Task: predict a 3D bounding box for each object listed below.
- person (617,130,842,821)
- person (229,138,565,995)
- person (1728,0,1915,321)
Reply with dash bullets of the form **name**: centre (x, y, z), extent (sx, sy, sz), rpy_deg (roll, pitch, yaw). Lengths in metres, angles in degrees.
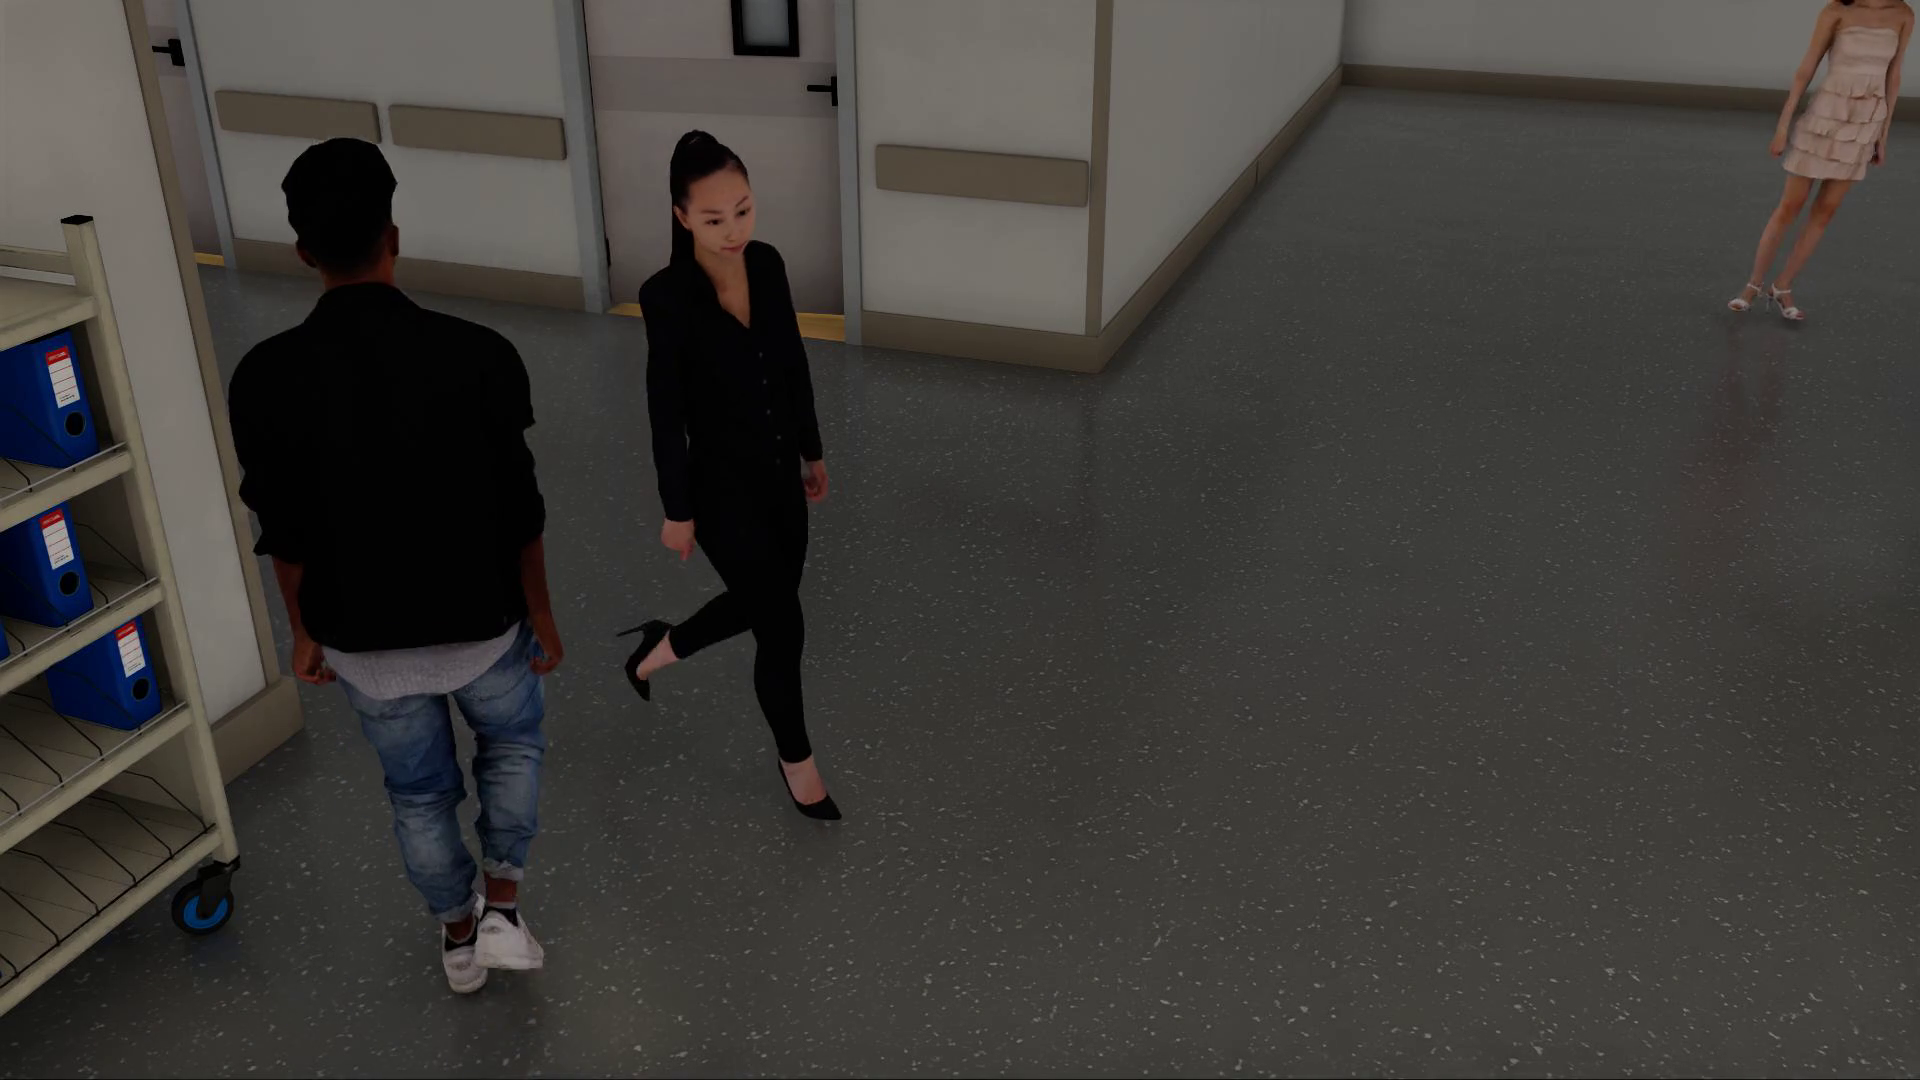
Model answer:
- **person**: centre (-0.562, -0.101, 3.891), extent (0.839, 1.689, 0.944), rpy_deg (16, 30, 29)
- **person**: centre (-1.043, 0.166, 3.205), extent (0.854, 1.804, 0.892), rpy_deg (-5, 26, -10)
- **person**: centre (3.827, -1.793, 7.370), extent (0.727, 1.715, 0.647), rpy_deg (6, 26, 12)
